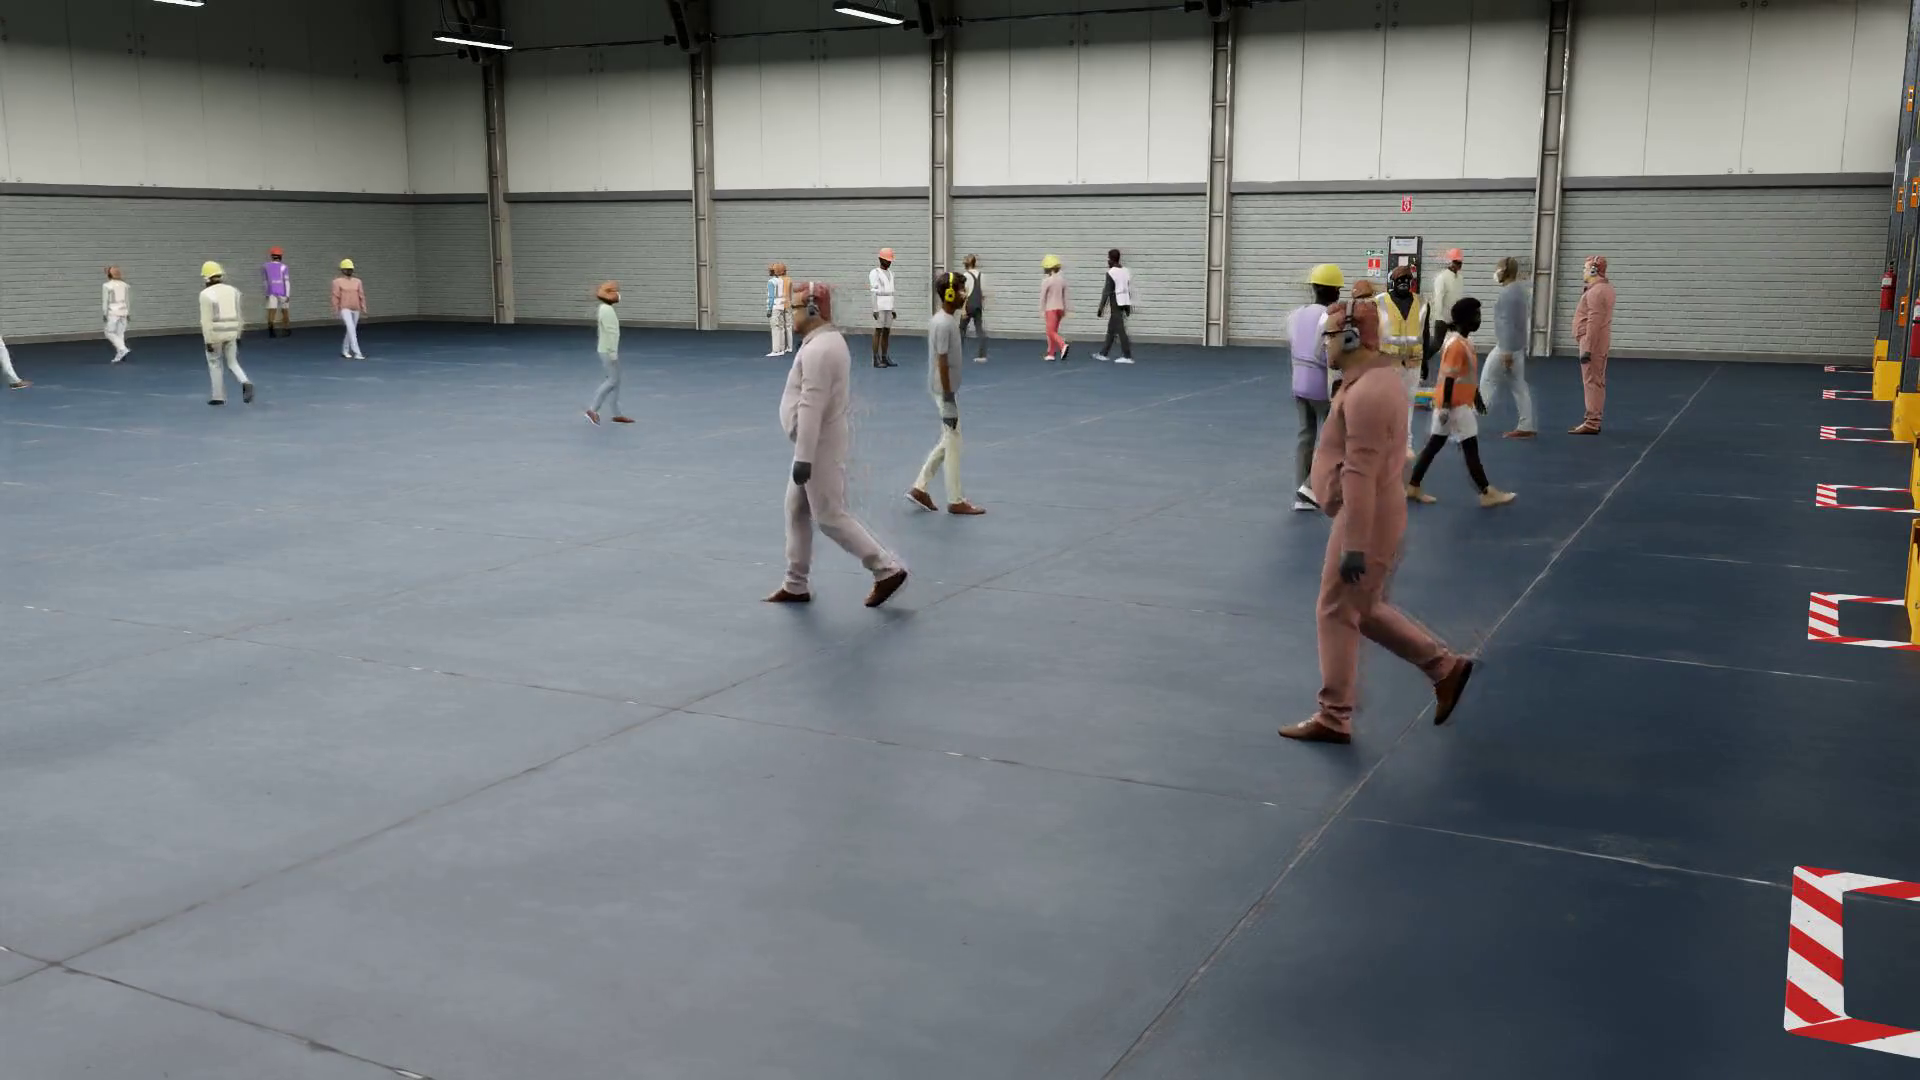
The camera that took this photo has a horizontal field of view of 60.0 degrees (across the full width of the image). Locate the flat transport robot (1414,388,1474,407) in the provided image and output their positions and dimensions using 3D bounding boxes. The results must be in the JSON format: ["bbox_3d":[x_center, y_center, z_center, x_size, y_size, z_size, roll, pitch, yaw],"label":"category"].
[{"bbox_3d":[5.674,-1.769,20.611,1.431,0.197,0.652,8,13,36],"label":"flat transport robot"}]

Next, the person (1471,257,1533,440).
[{"bbox_3d":[5.596,-1.995,17.403,0.977,1.892,0.650,6,12,28],"label":"person"}]

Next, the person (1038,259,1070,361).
[{"bbox_3d":[1.650,-3.880,28.110,0.556,1.733,0.714,-8,13,-38],"label":"person"}]

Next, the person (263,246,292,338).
[{"bbox_3d":[-14.314,-5.196,34.847,0.544,1.908,0.859,-1,10,-6],"label":"person"}]

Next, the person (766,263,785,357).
[{"bbox_3d":[-3.253,-4.051,29.319,0.307,1.640,0.520,3,11,16],"label":"person"}]

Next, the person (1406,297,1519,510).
[{"bbox_3d":[3.924,-1.065,13.000,0.888,1.641,0.548,4,11,19],"label":"person"}]

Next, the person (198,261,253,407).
[{"bbox_3d":[-9.136,-2.548,20.638,0.590,1.813,0.603,5,12,26],"label":"person"}]

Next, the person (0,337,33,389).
[{"bbox_3d":[-13.228,-2.861,22.896,0.752,1.600,0.523,-9,14,-41],"label":"person"}]

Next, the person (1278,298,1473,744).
[{"bbox_3d":[1.760,-0.065,6.938,0.694,1.879,0.680,3,11,17],"label":"person"}]

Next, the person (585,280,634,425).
[{"bbox_3d":[-3.966,-2.107,18.782,0.433,1.642,0.518,-1,10,-7],"label":"person"}]

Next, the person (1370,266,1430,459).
[{"bbox_3d":[4.179,-1.686,15.870,0.636,1.842,0.429,-1,10,-4],"label":"person"}]

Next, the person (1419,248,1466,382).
[{"bbox_3d":[6.974,-3.215,23.908,0.626,1.961,0.987,-8,13,-37],"label":"person"}]

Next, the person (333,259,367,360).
[{"bbox_3d":[-10.540,-3.982,28.710,0.884,1.724,0.532,9,14,40],"label":"person"}]

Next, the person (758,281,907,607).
[{"bbox_3d":[-0.731,-0.526,9.483,0.847,1.886,0.647,0,10,-1],"label":"person"}]

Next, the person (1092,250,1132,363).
[{"bbox_3d":[2.532,-3.923,27.946,0.929,1.875,0.613,7,13,34],"label":"person"}]

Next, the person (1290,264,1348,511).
[{"bbox_3d":[2.757,-1.159,12.793,0.408,1.910,0.599,-6,12,-30],"label":"person"}]

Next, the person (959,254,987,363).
[{"bbox_3d":[0.130,-3.896,28.028,0.541,1.797,0.951,-9,13,-39],"label":"person"}]

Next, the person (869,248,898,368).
[{"bbox_3d":[-1.214,-3.750,26.892,0.370,1.928,0.543,7,12,33],"label":"person"}]

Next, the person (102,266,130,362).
[{"bbox_3d":[-14.083,-3.760,27.764,0.533,1.628,0.535,4,11,21],"label":"person"}]

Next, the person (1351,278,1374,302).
[{"bbox_3d":[4.962,-2.391,20.317,0.506,1.606,0.627,-8,13,-36],"label":"person"}]

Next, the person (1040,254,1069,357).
[{"bbox_3d":[1.610,-4.074,28.982,0.466,1.807,0.613,0,10,-2],"label":"person"}]

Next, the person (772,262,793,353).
[{"bbox_3d":[-3.232,-4.197,30.113,0.310,1.638,0.522,10,14,44],"label":"person"}]

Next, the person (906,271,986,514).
[{"bbox_3d":[-0.102,-1.113,12.751,0.534,1.883,0.550,0,10,1],"label":"person"}]

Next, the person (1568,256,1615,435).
[{"bbox_3d":[6.772,-2.084,17.862,0.403,1.911,0.637,6,12,30],"label":"person"}]
